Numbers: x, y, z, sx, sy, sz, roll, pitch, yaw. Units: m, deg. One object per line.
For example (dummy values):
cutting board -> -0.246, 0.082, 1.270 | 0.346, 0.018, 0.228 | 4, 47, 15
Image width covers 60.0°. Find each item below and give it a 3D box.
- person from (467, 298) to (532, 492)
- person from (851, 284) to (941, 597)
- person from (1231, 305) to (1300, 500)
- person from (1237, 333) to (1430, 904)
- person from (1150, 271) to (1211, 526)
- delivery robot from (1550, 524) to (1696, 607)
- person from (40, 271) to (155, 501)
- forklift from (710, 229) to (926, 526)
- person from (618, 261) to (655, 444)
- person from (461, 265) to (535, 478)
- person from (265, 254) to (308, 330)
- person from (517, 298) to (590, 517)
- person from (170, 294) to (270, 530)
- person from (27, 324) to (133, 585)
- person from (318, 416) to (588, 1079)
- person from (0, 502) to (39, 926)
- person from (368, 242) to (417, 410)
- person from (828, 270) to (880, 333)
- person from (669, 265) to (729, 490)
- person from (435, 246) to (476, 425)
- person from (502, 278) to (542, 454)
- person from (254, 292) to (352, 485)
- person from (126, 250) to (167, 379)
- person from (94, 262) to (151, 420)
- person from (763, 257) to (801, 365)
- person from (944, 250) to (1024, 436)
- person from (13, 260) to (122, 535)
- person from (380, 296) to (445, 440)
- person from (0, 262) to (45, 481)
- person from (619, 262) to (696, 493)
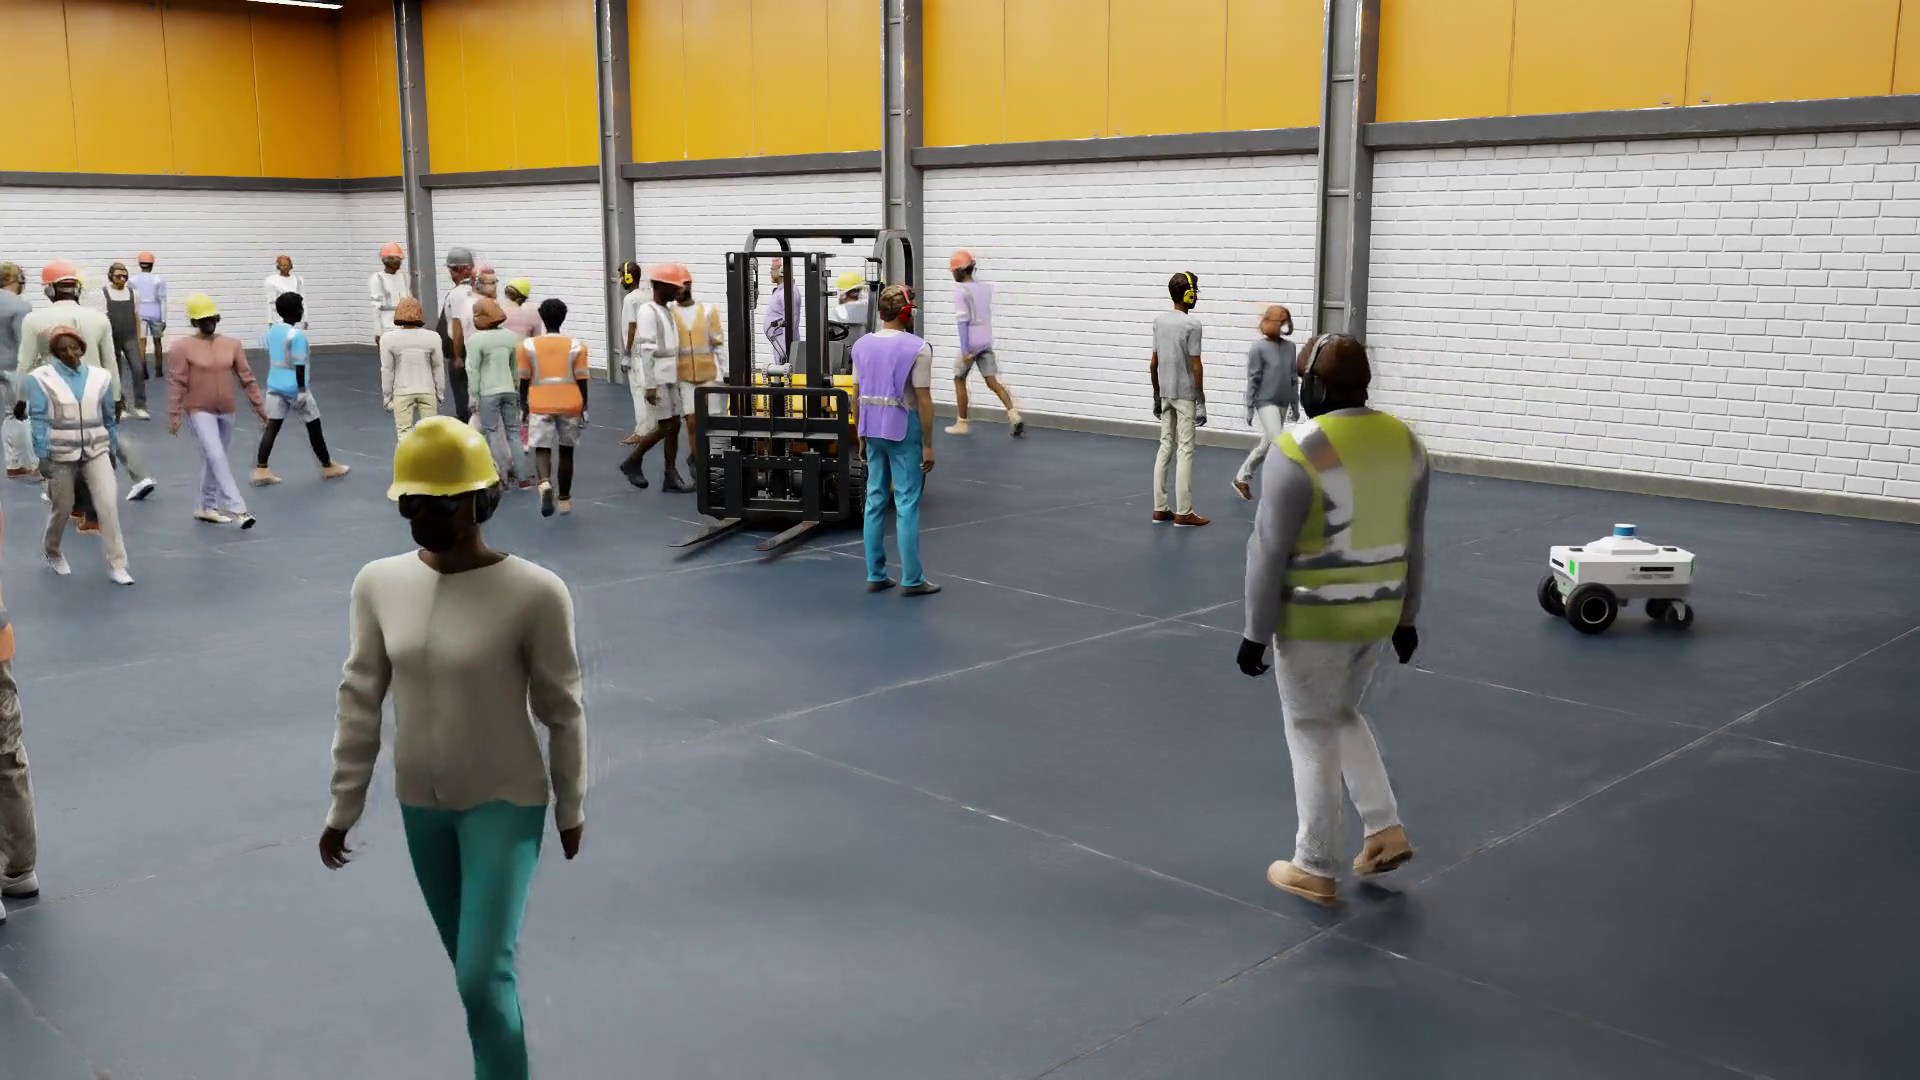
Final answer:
person -> -3.830, -1.199, 13.854 | 0.272, 1.617, 0.616 | 8, 13, 36
person -> -0.402, -0.583, 9.850 | 0.564, 1.847, 0.395 | 7, 13, 35
person -> 2.447, -1.067, 13.163 | 0.508, 1.597, 0.810 | -8, 13, -38
person -> 1.186, 0.262, 5.306 | 0.644, 1.829, 0.431 | -7, 13, -35
person -> 1.624, -1.029, 12.250 | 0.317, 1.860, 0.531 | -8, 13, -36
delivery robot -> 3.619, 0.155, 9.096 | 0.707, 0.478, 0.477 | 0, 10, -1
person -> -6.956, -1.233, 13.321 | 0.968, 1.886, 0.601 | 3, 11, 14
forklift -> -1.050, -1.319, 12.920 | 1.214, 2.155, 2.313 | 2, 11, 13
person -> -3.326, -1.902, 17.025 | 0.328, 1.857, 0.521 | 2, 11, 13
person -> -4.128, -1.447, 14.516 | 0.663, 1.874, 0.717 | -5, 11, -24
person -> -9.970, -3.295, 24.618 | 0.583, 1.861, 0.790 | -9, 13, -39
person -> -3.037, -0.972, 12.468 | 0.535, 1.671, 0.685 | -2, 11, -12
person -> -5.344, -0.923, 12.061 | 0.912, 1.702, 0.641 | 8, 13, 36
person -> -5.473, -0.535, 10.261 | 0.518, 1.603, 0.796 | -10, 14, -44
person -> -1.132, 0.606, 3.656 | 0.533, 1.745, 0.676 | 3, 11, 17
person -> -3.094, 0.387, 5.121 | 0.313, 1.642, 0.513 | 0, 10, -1
person -> -6.924, -2.602, 20.363 | 0.389, 2.031, 0.652 | 5, 11, 25
person -> -0.978, -1.586, 15.405 | 0.598, 1.815, 0.583 | -10, 15, -44
person -> -2.252, -1.381, 14.091 | 0.617, 1.892, 0.619 | -2, 11, -11
person -> -4.887, -1.895, 16.479 | 0.605, 2.000, 0.699 | 1, 10, 5
person -> -4.298, -1.656, 16.047 | 0.537, 1.723, 0.371 | -5, 12, -26
person -> -5.755, -1.308, 14.337 | 0.541, 1.647, 0.872 | 7, 13, 34
person -> -12.087, -3.346, 24.755 | 0.542, 1.913, 0.839 | -4, 11, -21
person -> -9.625, -2.270, 19.129 | 0.504, 1.813, 0.740 | -9, 14, -41
person -> -1.908, -2.086, 17.886 | 0.408, 1.908, 0.644 | -2, 11, -10
person -> 0.253, -2.069, 17.603 | 0.919, 1.994, 0.625 | 9, 14, 40
person -> -6.471, -1.027, 12.000 | 0.990, 1.945, 0.617 | 6, 12, 31
person -> -4.486, -1.175, 13.666 | 0.502, 1.633, 0.280 | -5, 11, -25
person -> -8.206, -1.466, 14.525 | 0.832, 1.905, 0.383 | 7, 13, 35
person -> -2.510, -1.320, 13.703 | 0.560, 1.915, 0.589 | 3, 11, 14
